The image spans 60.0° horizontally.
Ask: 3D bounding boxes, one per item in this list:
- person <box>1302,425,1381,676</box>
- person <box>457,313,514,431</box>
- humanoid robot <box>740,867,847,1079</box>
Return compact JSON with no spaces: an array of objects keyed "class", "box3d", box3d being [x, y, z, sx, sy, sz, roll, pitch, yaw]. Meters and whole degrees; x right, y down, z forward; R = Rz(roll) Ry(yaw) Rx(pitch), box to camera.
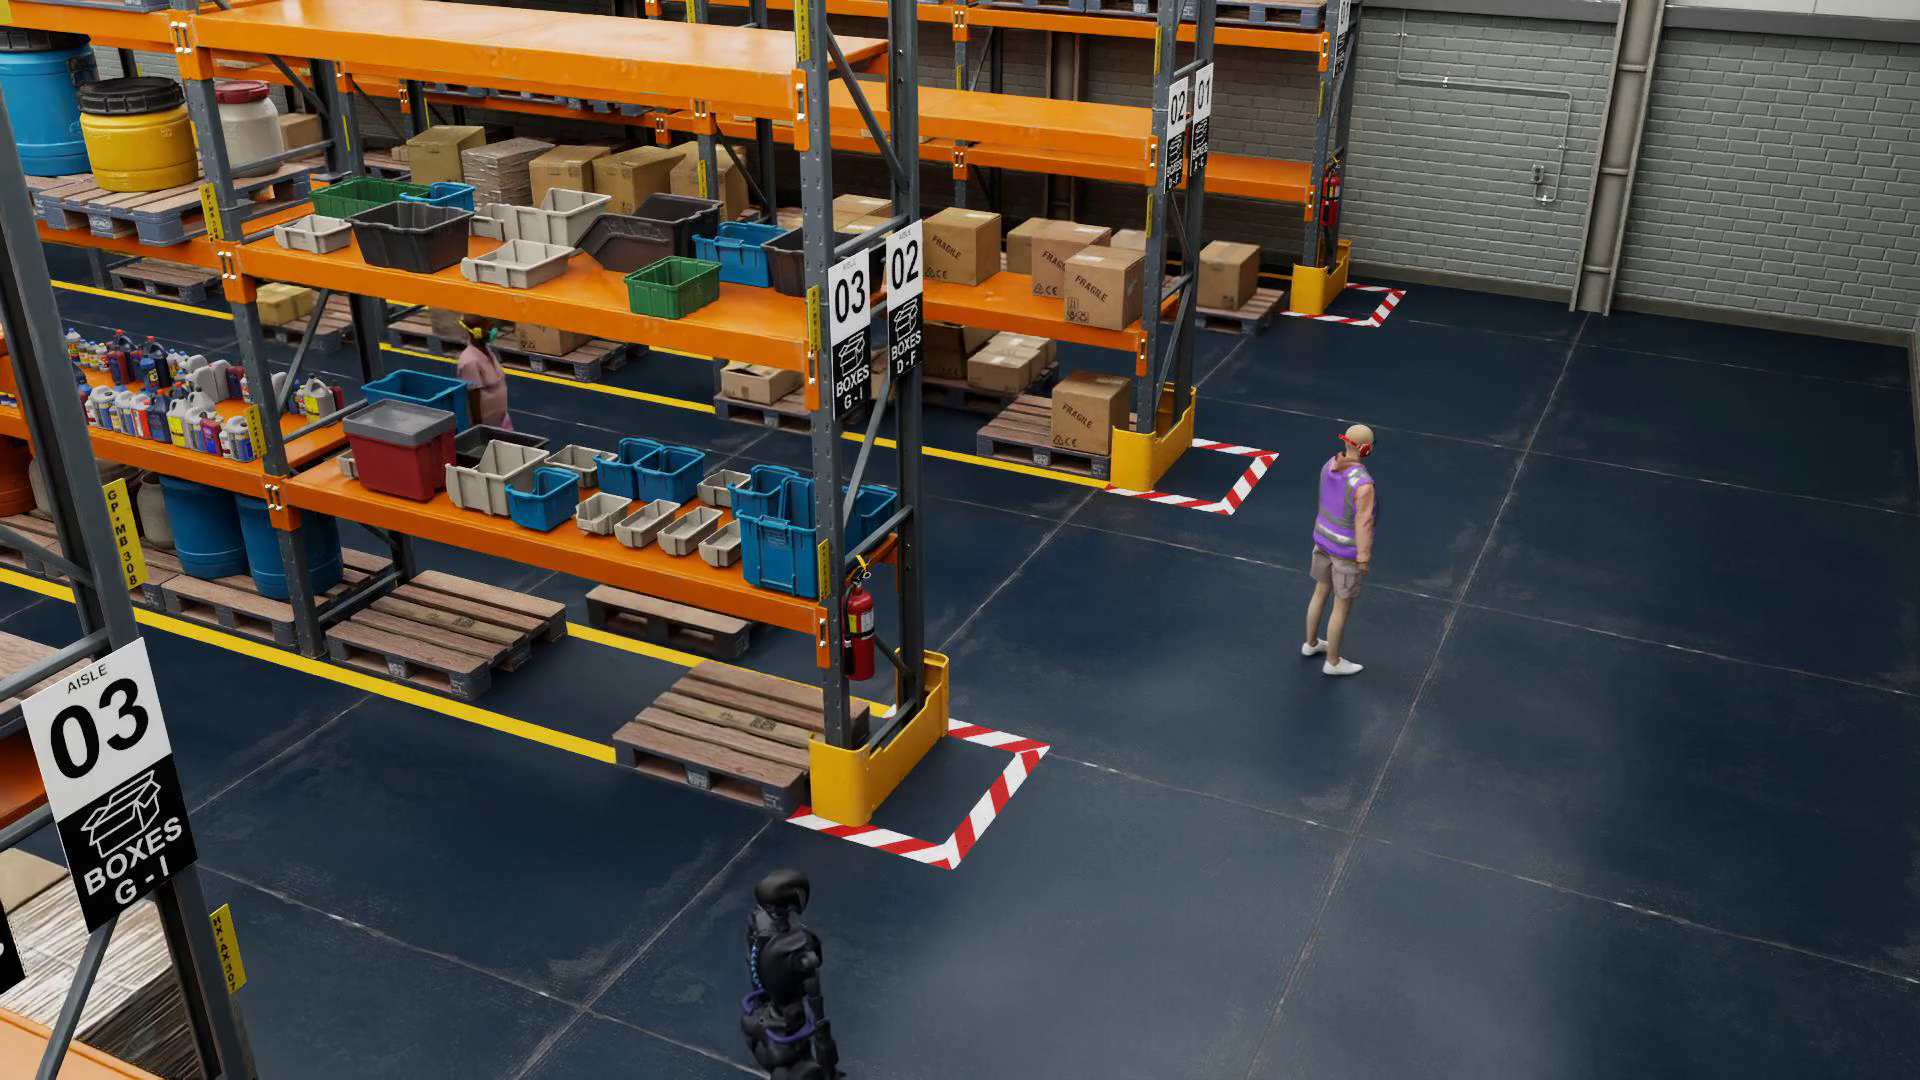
[{"class":"person","box3d":[2.429,0.059,10.586,0.347,1.688,0.491,-11,28,-21]},{"class":"person","box3d":[-3.582,-0.860,12.341,0.743,1.772,0.520,4,27,9]},{"class":"humanoid robot","box3d":[-0.677,2.001,6.703,0.775,1.627,0.600,-18,31,-32]}]
